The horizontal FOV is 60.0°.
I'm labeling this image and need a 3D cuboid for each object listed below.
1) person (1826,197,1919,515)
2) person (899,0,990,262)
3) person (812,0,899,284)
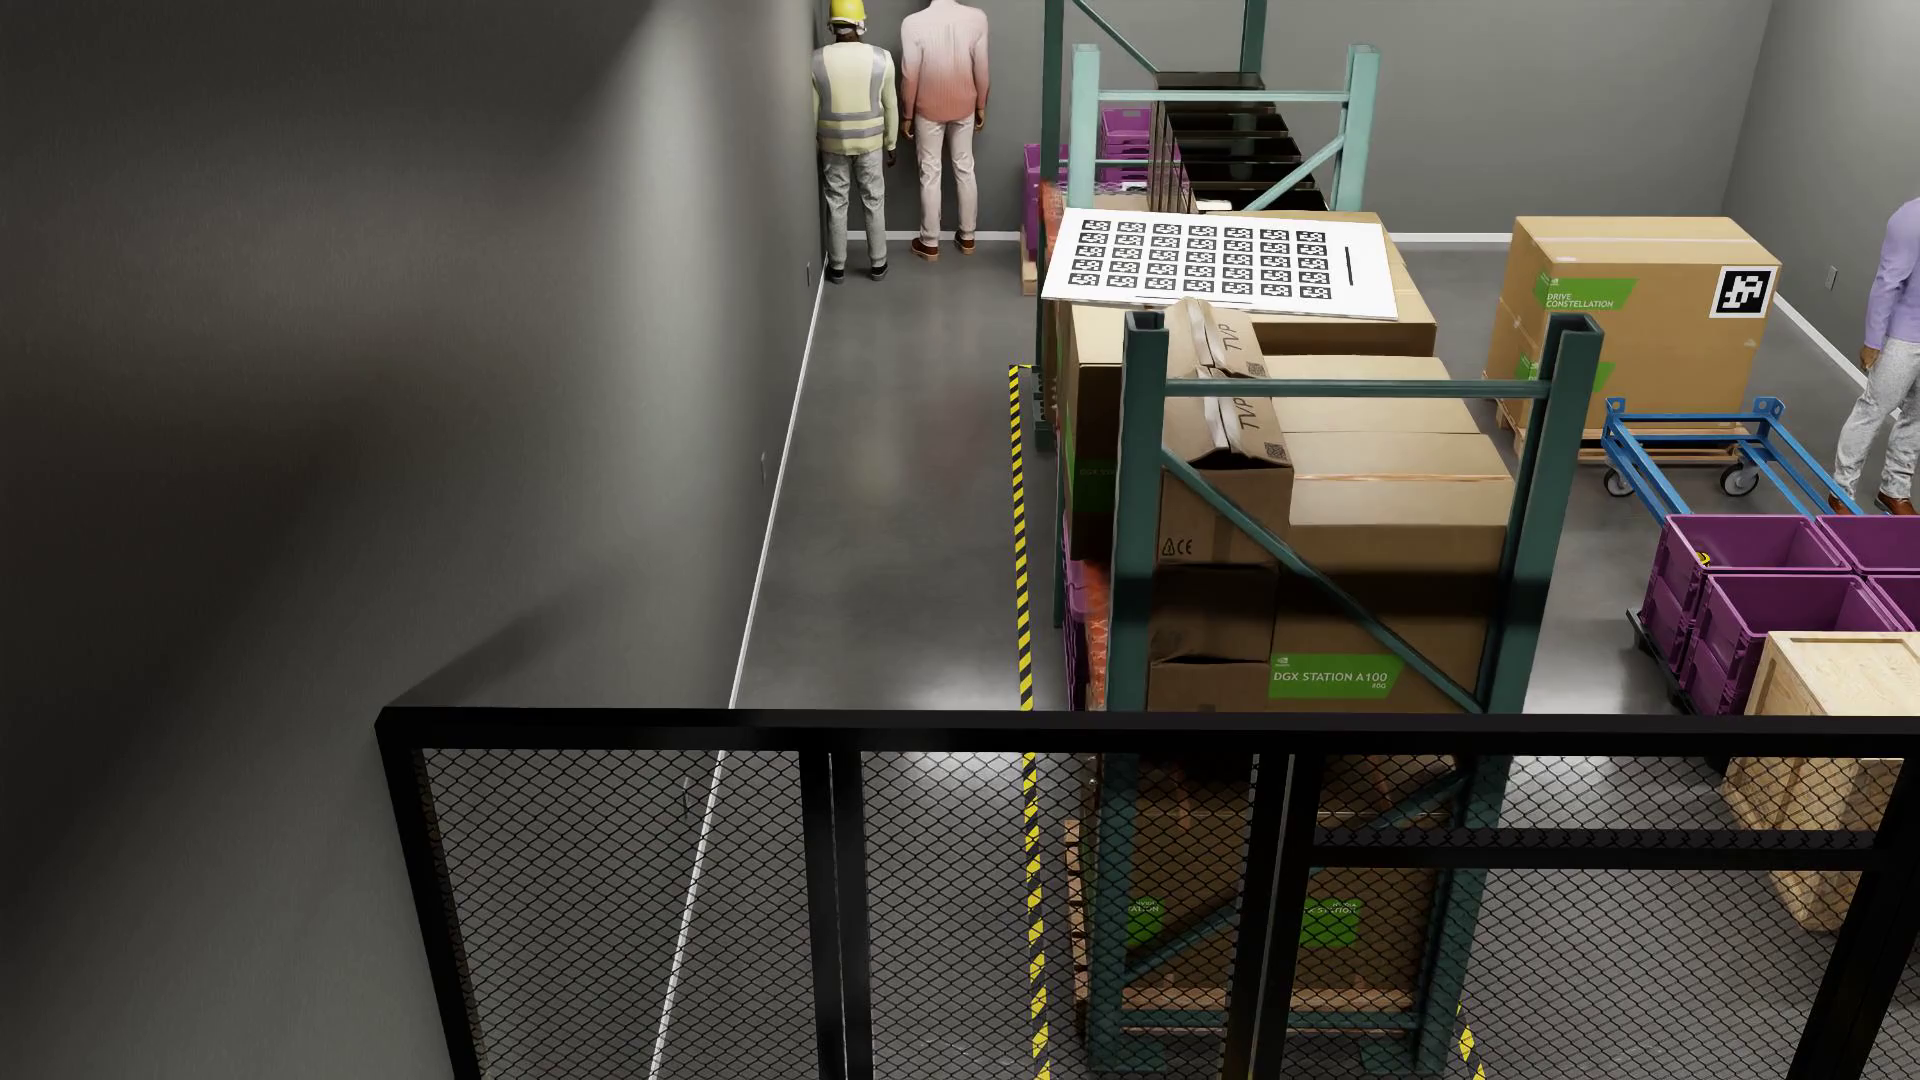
[{"bbox_3d":[4.528,-0.945,7.785,0.631,1.940,0.372,-1,31,-2],"label":"person"},{"bbox_3d":[-0.109,-2.817,10.840,0.623,1.993,0.384,-13,33,-20],"label":"person"},{"bbox_3d":[-0.689,-2.525,10.512,0.602,1.828,0.404,-4,31,-7],"label":"person"}]
